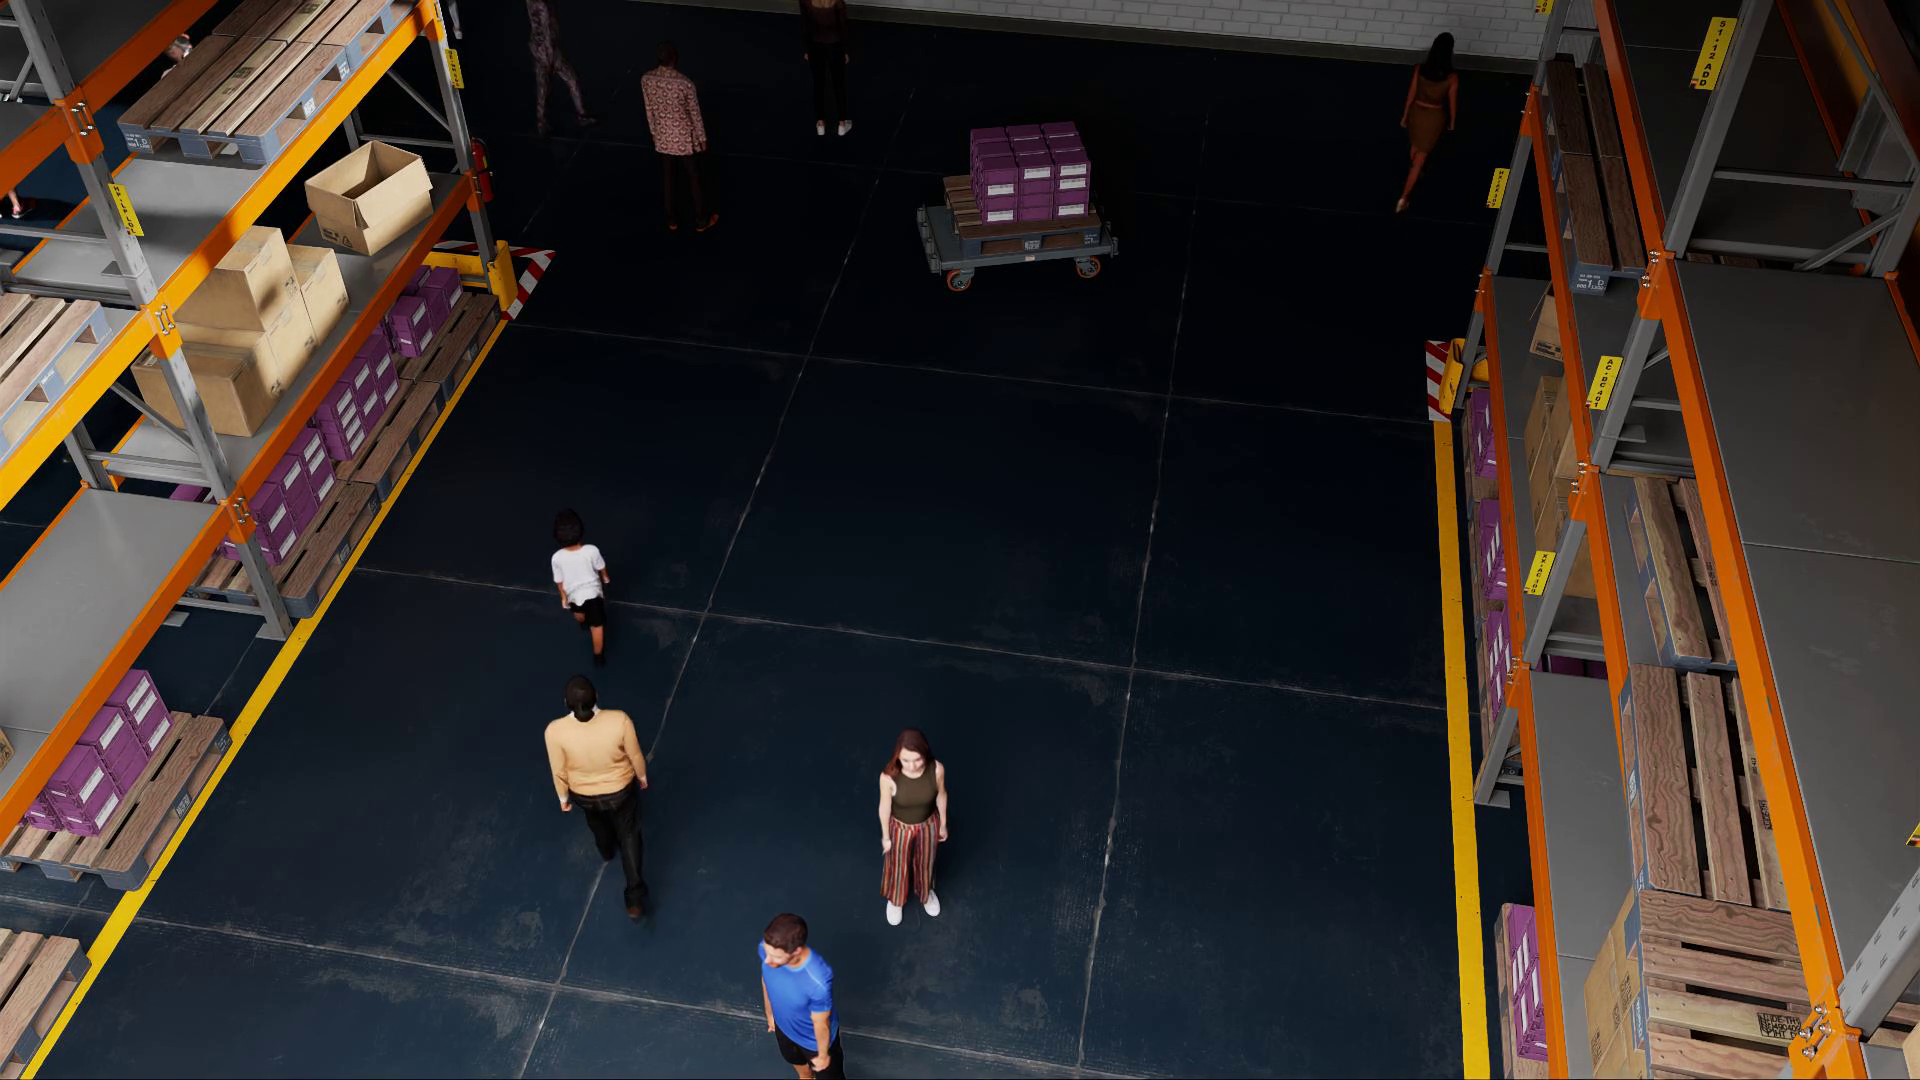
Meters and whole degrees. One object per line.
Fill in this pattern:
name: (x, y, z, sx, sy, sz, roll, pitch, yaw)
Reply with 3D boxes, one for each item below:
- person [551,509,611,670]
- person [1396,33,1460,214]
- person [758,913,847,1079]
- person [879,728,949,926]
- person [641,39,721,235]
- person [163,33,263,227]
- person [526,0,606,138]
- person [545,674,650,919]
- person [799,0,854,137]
person: (-2.465, 0.357, 10.919, 0.665, 1.236, 0.858, -7, 44, -8)
person: (4.120, -3.673, 14.843, 0.855, 1.659, 1.054, 26, 50, 25)
person: (-0.760, 2.411, 8.307, 0.685, 1.865, 0.701, 28, 50, 27)
person: (-0.267, 1.588, 9.390, 0.634, 1.562, 0.630, -8, 44, -8)
person: (-2.478, -3.527, 14.581, 0.687, 1.808, 0.598, 10, 45, 10)
person: (-6.599, -3.520, 14.513, 0.759, 1.892, 0.757, 28, 50, 26)
person: (-4.010, -4.606, 15.797, 0.952, 1.694, 0.900, -25, 49, -24)
person: (-2.013, 1.459, 9.404, 0.939, 1.729, 1.213, -8, 44, -8)
person: (-1.277, -4.661, 15.847, 0.598, 1.704, 0.493, 7, 44, 7)
